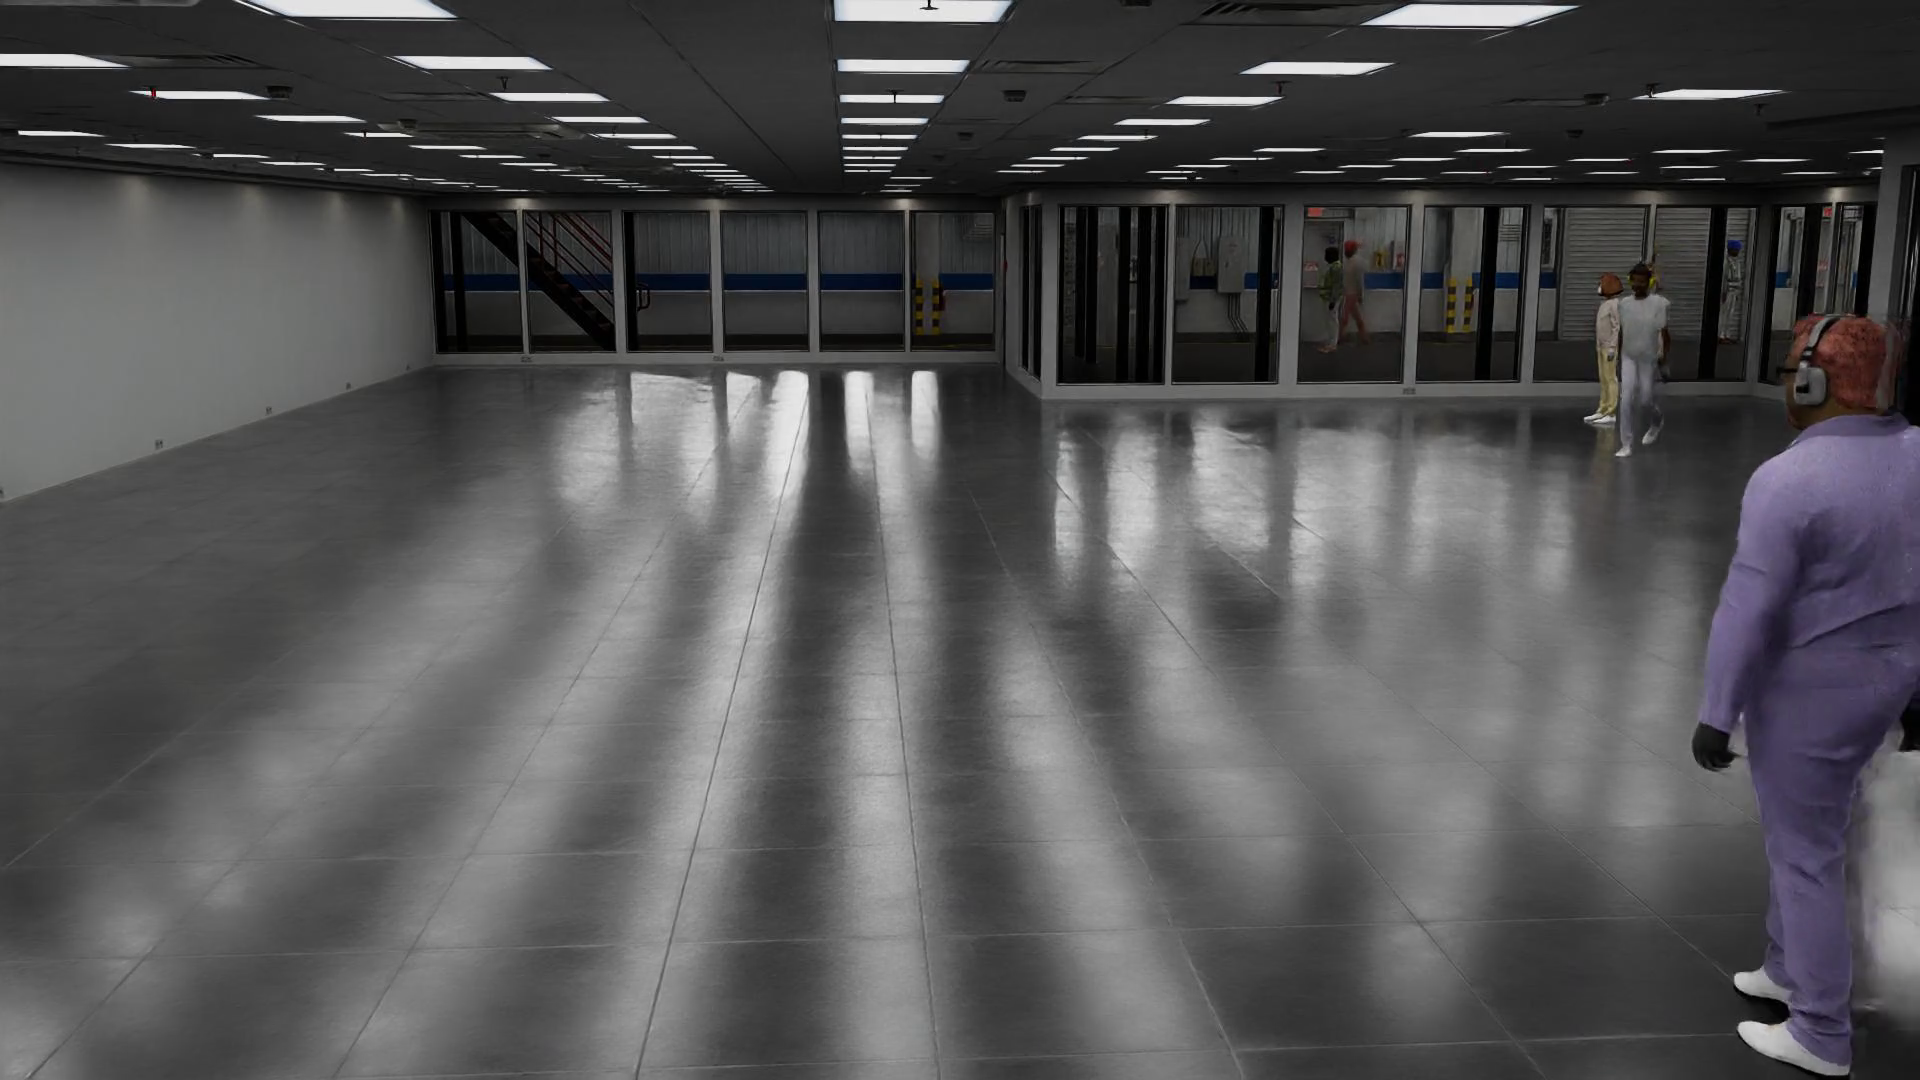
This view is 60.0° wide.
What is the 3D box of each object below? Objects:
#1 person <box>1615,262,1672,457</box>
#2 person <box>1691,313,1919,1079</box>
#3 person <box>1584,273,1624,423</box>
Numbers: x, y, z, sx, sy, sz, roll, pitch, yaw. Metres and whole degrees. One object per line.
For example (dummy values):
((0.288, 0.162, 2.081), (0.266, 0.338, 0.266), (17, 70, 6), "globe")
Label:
((6.435, -1.694, 15.587), (0.529, 1.828, 0.752), (9, 14, 41), "person")
((2.106, 0.377, 4.204), (0.681, 1.885, 0.663), (-5, 12, -25), "person")
((7.074, -2.091, 18.201), (0.288, 1.633, 0.499), (1, 11, 5), "person")
